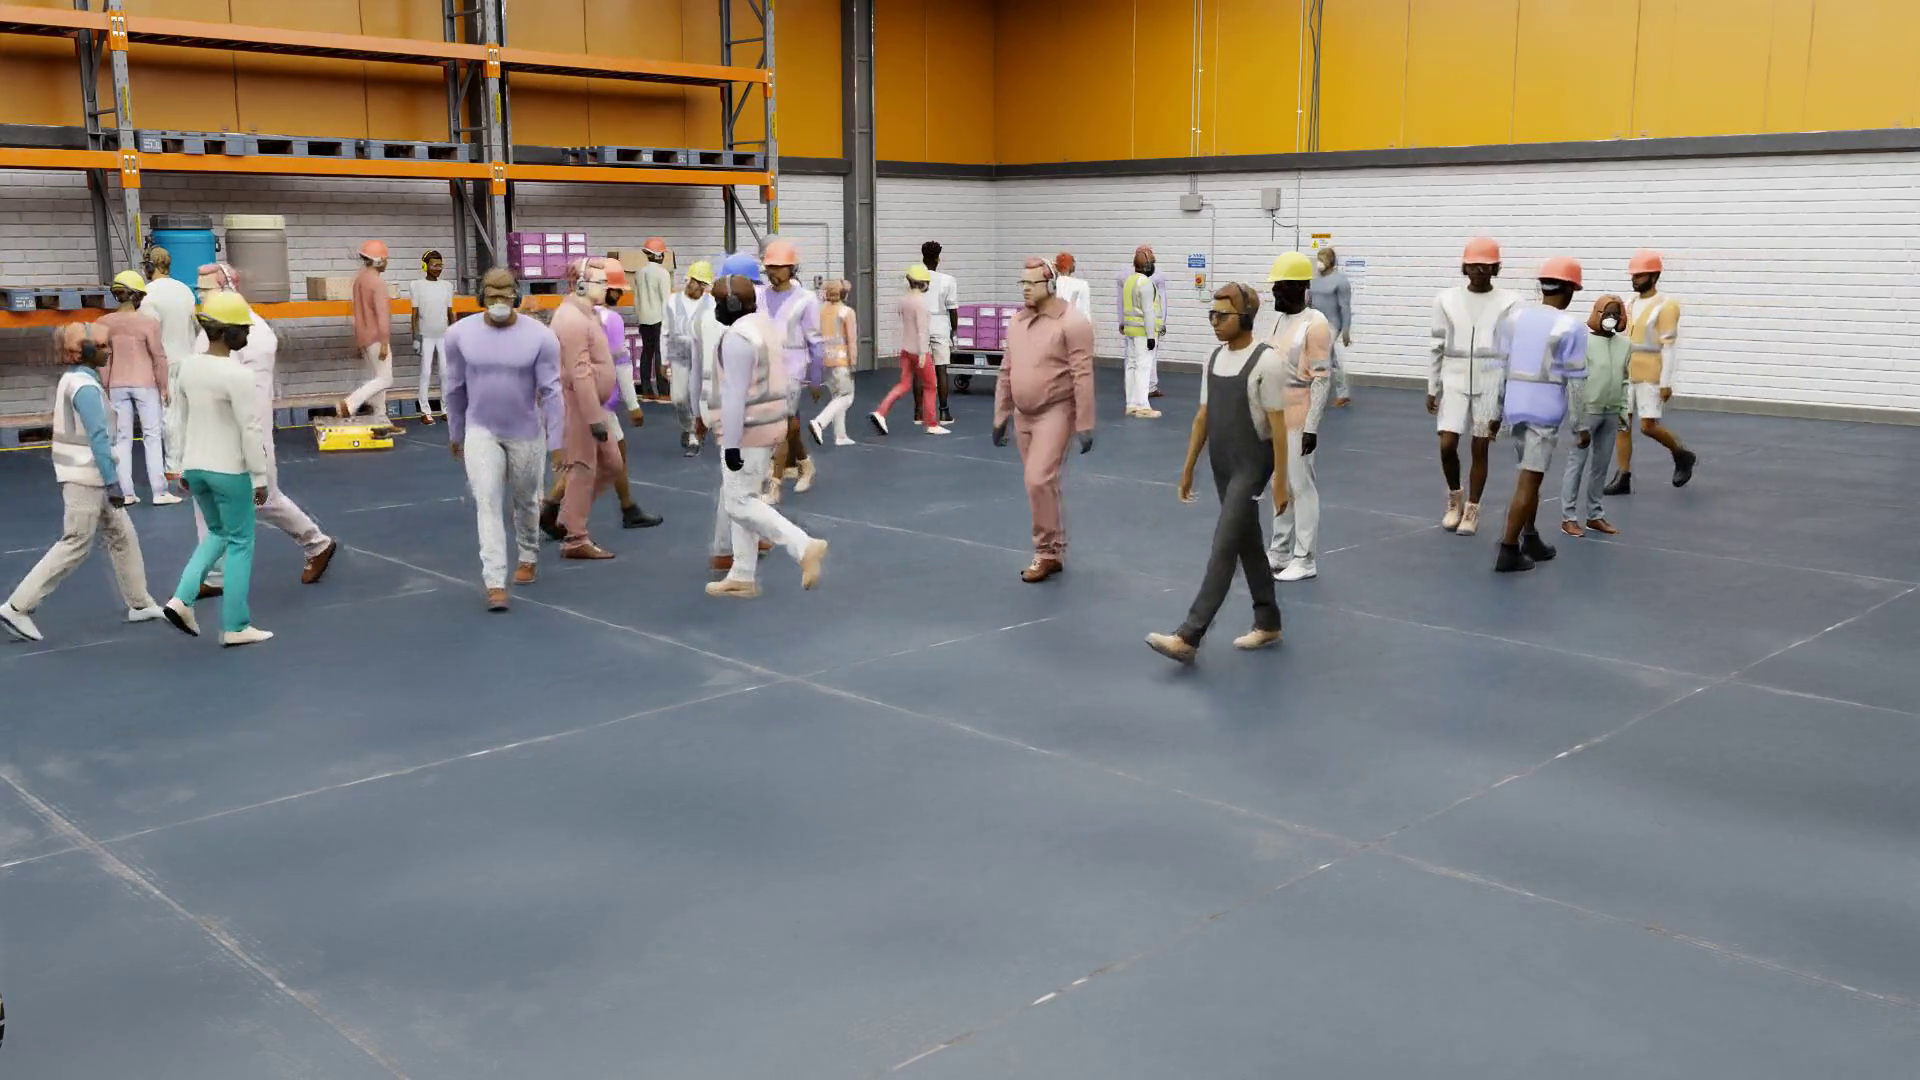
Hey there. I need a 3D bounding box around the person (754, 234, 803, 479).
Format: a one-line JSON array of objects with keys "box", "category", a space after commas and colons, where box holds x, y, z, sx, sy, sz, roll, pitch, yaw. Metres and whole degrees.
[{"box": [-1.562, -1.538, 13.930, 0.538, 2.000, 0.683, -3, 11, -15], "category": "person"}]

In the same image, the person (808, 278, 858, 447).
[{"box": [-1.207, -1.666, 15.756, 0.588, 1.614, 0.524, -10, 14, -43], "category": "person"}]

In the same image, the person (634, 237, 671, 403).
[{"box": [-3.681, -2.652, 20.129, 0.613, 1.995, 0.391, 9, 14, 40], "category": "person"}]

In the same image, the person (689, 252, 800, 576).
[{"box": [-1.270, -0.769, 10.080, 0.600, 1.907, 0.832, 8, 13, 37], "category": "person"}]

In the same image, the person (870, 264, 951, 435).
[{"box": [-0.508, -1.915, 16.833, 0.797, 1.742, 0.531, -5, 12, -27], "category": "person"}]

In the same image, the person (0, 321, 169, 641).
[{"box": [-4.486, -0.307, 8.428, 0.832, 1.597, 0.518, -7, 13, -34], "category": "person"}]

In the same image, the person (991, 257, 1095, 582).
[{"box": [0.421, -0.697, 9.745, 0.613, 1.886, 0.680, -8, 13, -39], "category": "person"}]

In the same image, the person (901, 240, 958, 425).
[{"box": [-0.318, -2.216, 17.832, 0.613, 1.963, 0.362, 2, 11, 8], "category": "person"}]

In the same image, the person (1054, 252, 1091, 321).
[{"box": [1.134, -2.262, 18.418, 0.556, 1.849, 0.910, 4, 11, 23], "category": "person"}]

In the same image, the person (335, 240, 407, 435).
[{"box": [-5.939, -1.994, 16.586, 0.727, 1.977, 0.630, -10, 14, -44], "category": "person"}]

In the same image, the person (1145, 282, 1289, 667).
[{"box": [1.238, -0.308, 7.891, 0.949, 1.796, 0.538, -5, 12, -27], "category": "person"}]

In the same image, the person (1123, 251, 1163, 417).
[{"box": [2.047, -2.292, 18.587, 0.429, 1.841, 0.636, -3, 11, -15], "category": "person"}]

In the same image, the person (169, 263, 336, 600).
[{"box": [-4.017, -0.617, 9.367, 0.652, 1.874, 0.885, 8, 13, 36], "category": "person"}]

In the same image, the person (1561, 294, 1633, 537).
[{"box": [4.320, -0.842, 11.246, 0.501, 1.631, 0.286, -4, 11, -20], "category": "person"}]

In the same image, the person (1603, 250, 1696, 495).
[{"box": [5.383, -1.295, 12.960, 0.719, 1.915, 0.549, -4, 11, -20], "category": "person"}]

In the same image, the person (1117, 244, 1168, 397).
[{"box": [2.297, -2.742, 20.872, 0.652, 1.904, 0.402, 5, 12, 26], "category": "person"}]

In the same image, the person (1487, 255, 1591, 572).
[{"box": [3.552, -0.756, 10.033, 0.767, 1.900, 0.576, -6, 12, -31], "category": "person"}]

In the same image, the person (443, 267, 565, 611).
[{"box": [-2.531, -0.590, 9.289, 0.651, 1.865, 1.017, -2, 11, -11], "category": "person"}]

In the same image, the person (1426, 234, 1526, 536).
[{"box": [3.443, -1.023, 11.161, 0.635, 2.024, 0.434, 5, 11, 24], "category": "person"}]

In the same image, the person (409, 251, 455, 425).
[{"box": [-5.639, -2.164, 17.854, 0.508, 1.860, 0.334, -10, 14, -42], "category": "person"}]

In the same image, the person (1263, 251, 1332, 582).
[{"box": [1.943, -0.723, 9.797, 0.367, 1.927, 0.590, -4, 11, -19], "category": "person"}]

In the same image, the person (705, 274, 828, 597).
[{"box": [-1.077, -0.554, 9.194, 0.692, 1.813, 0.673, 2, 11, 11], "category": "person"}]

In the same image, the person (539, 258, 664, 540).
[{"box": [-2.494, -0.948, 11.178, 1.008, 1.891, 0.536, -9, 13, -39], "category": "person"}]

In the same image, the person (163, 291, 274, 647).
[{"box": [-3.636, -0.335, 8.164, 0.571, 1.747, 0.475, 5, 12, 27], "category": "person"}]

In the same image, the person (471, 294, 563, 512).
[{"box": [-3.198, -0.957, 11.944, 0.562, 1.611, 0.504, -9, 14, -41], "category": "person"}]

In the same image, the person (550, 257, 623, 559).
[{"box": [-2.317, -0.802, 10.355, 0.429, 1.887, 0.658, 0, 10, -1], "category": "person"}]

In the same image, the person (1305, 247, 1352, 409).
[{"box": [4.237, -2.428, 19.208, 1.026, 1.894, 0.628, -6, 12, -29], "category": "person"}]

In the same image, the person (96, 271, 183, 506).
[{"box": [-6.162, -1.124, 12.450, 0.524, 1.760, 0.326, 1, 10, 4], "category": "person"}]

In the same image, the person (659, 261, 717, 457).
[{"box": [-2.453, -1.665, 15.284, 0.612, 1.794, 0.448, 0, 10, 1], "category": "person"}]

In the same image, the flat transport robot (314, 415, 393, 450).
[{"box": [-5.896, -1.056, 16.127, 0.652, 0.197, 1.431, -4, 11, -22], "category": "flat transport robot"}]

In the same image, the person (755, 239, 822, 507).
[{"box": [-1.327, -1.288, 12.703, 0.611, 2.004, 1.025, 6, 12, 28], "category": "person"}]

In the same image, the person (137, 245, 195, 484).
[{"box": [-6.467, -1.421, 13.570, 0.355, 1.938, 0.637, 2, 11, 10], "category": "person"}]

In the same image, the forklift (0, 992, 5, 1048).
[{"box": [-3.245, 0.323, 3.363, 2.313, 2.155, 1.214, 2, 11, 13], "category": "forklift"}]
